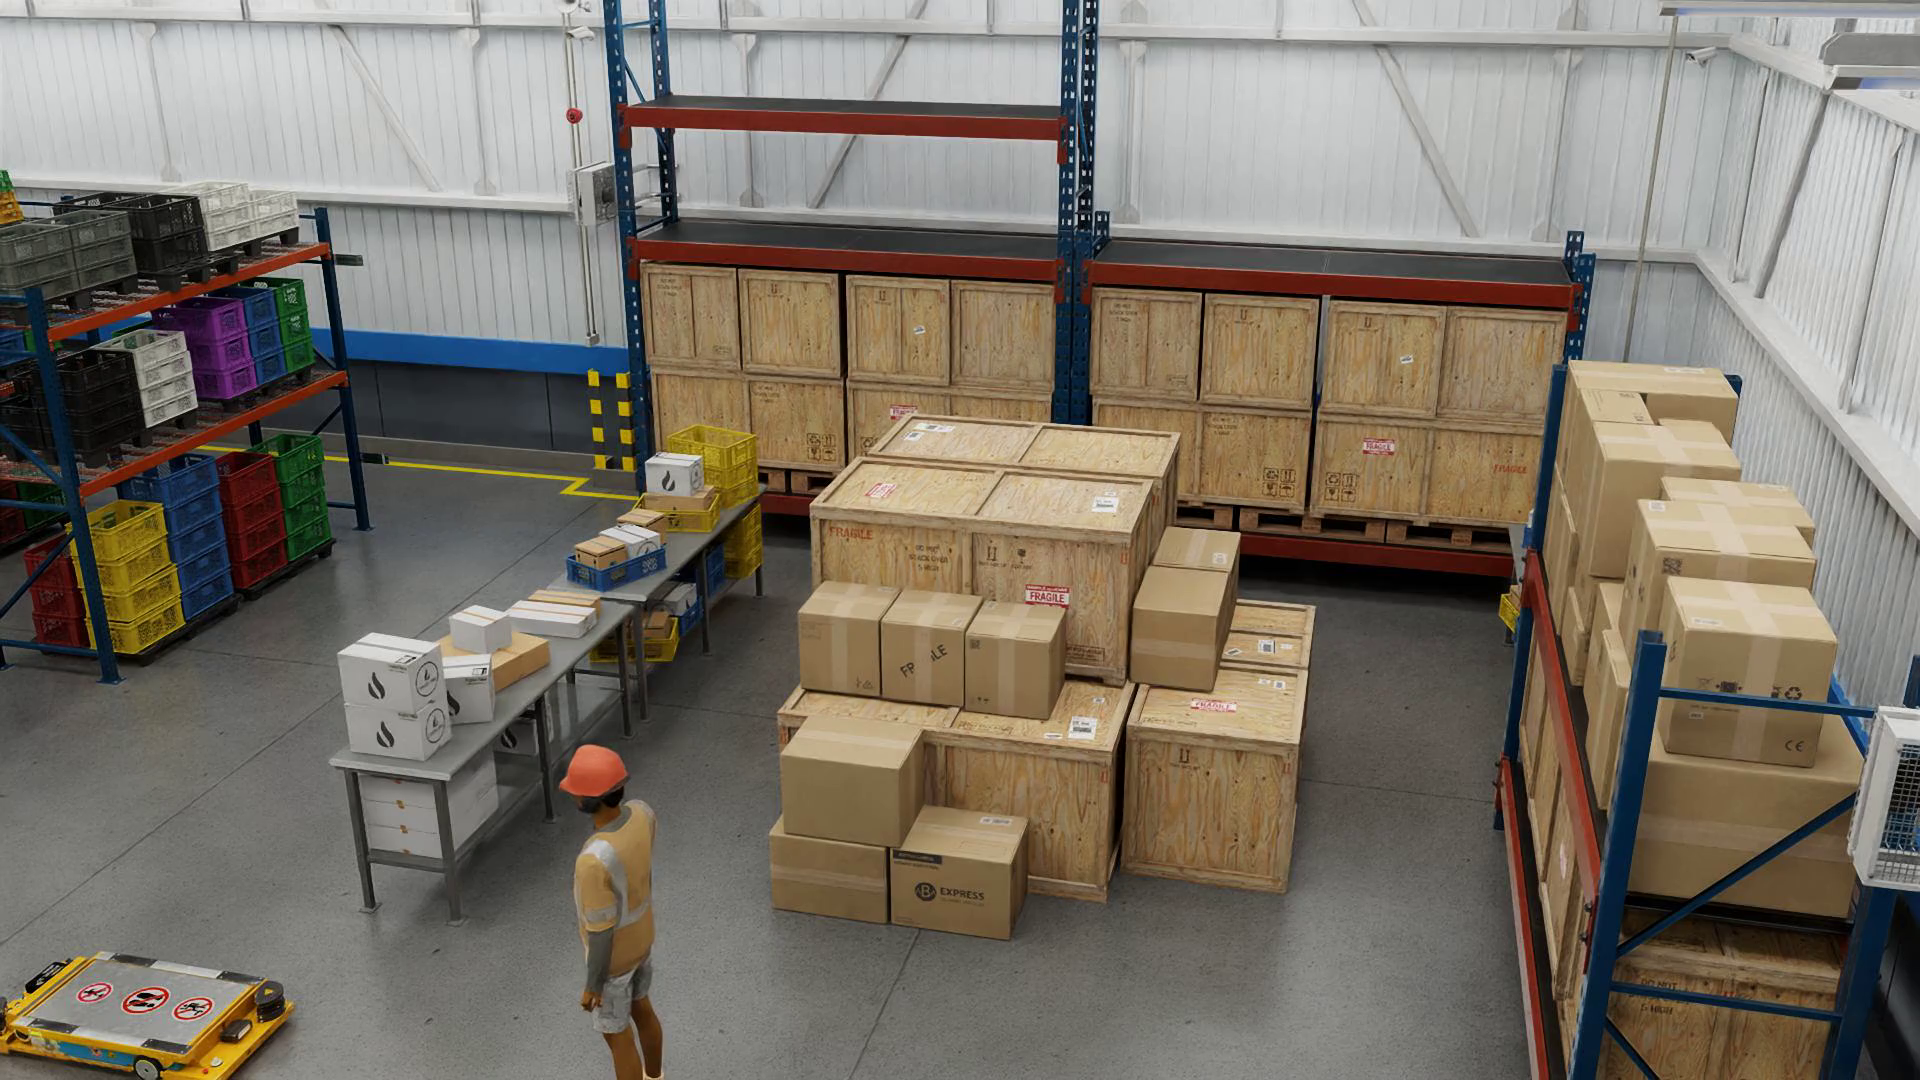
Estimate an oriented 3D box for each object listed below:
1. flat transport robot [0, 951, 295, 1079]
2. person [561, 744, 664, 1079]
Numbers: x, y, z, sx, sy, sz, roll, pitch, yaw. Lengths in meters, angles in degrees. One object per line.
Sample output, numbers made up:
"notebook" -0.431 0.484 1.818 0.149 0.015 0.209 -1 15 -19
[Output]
"flat transport robot" -4.270 2.464 8.601 1.431 0.231 0.659 5 22 13
"person" -1.603 1.869 7.676 0.371 2.040 0.613 5 21 12
